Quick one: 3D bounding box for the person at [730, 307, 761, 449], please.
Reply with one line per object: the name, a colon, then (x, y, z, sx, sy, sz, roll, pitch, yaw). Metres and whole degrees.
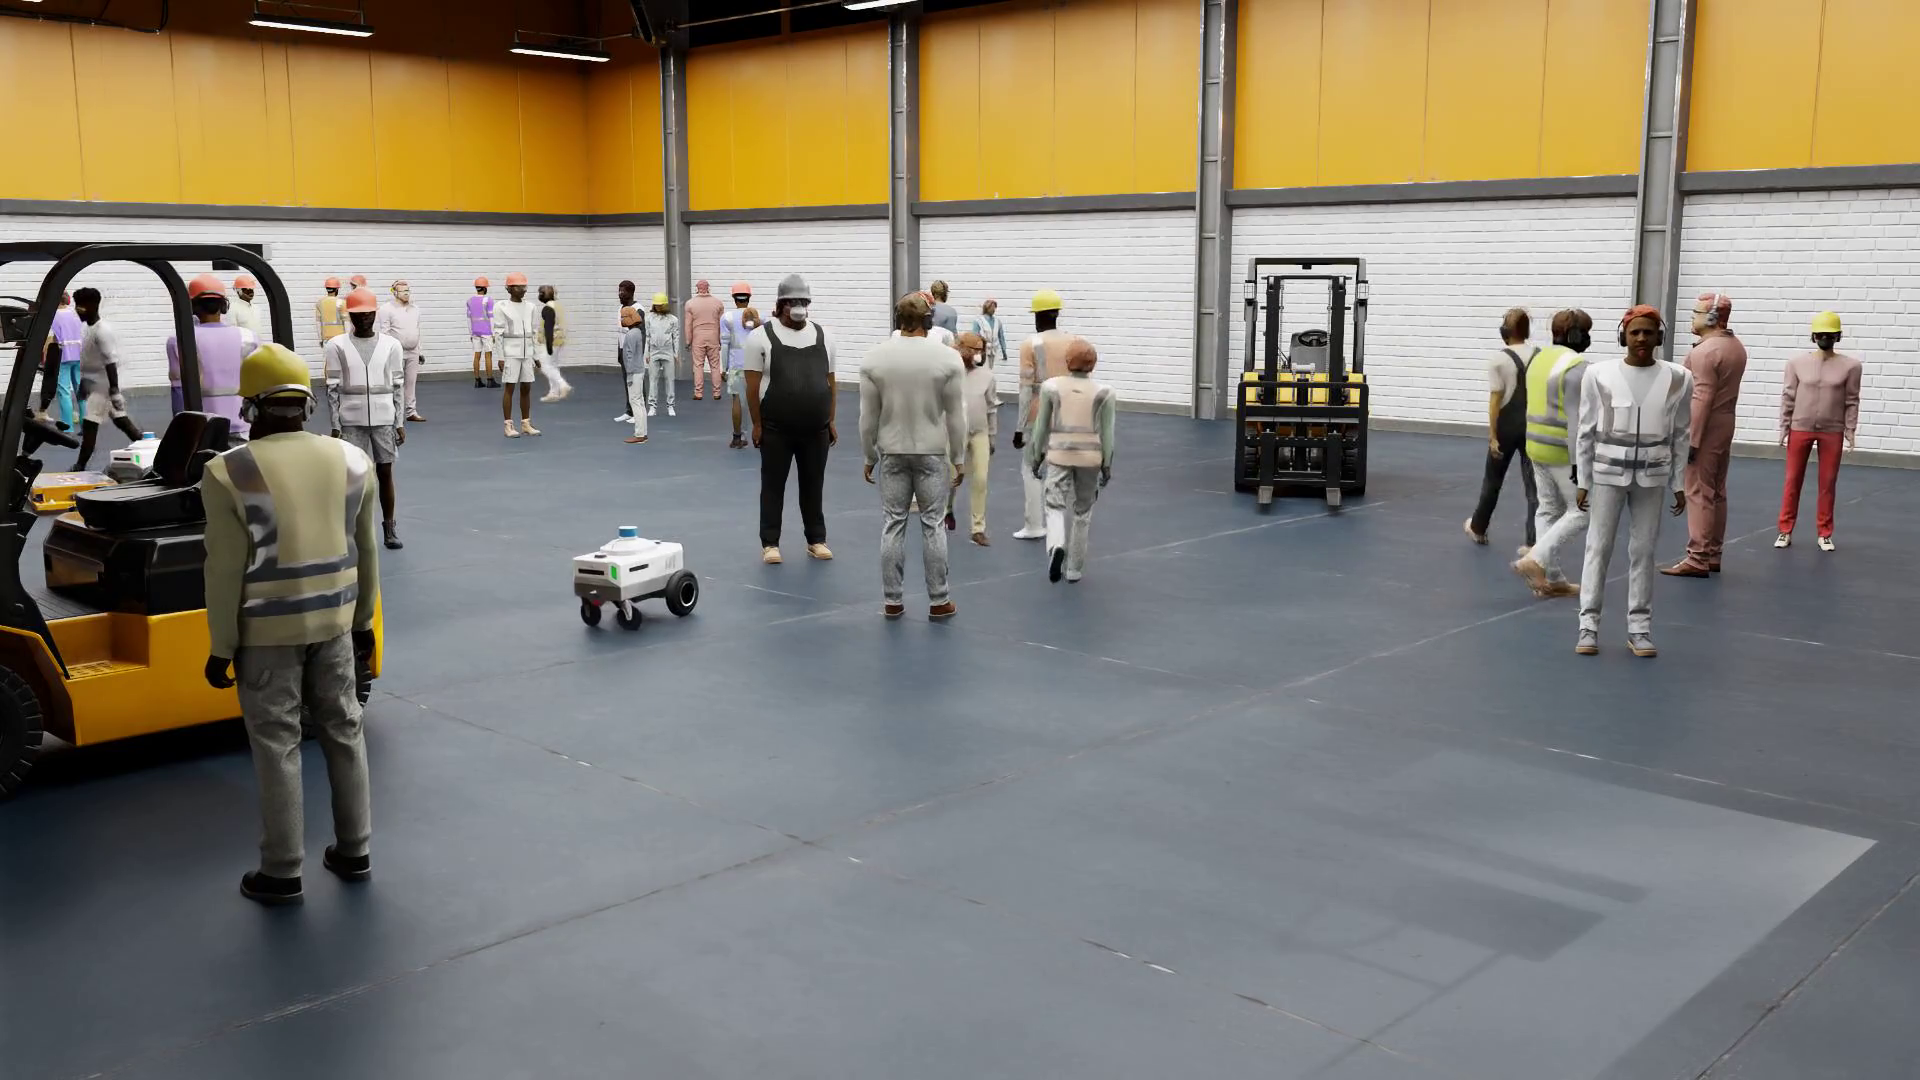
person: (-2.396, -1.859, 19.155, 0.507, 1.631, 0.263, 0, 9, -2)

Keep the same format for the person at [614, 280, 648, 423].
person: (-4.443, -2.545, 22.490, 0.379, 1.918, 0.597, -8, 12, -39)

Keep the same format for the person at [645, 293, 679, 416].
person: (-4.203, -2.608, 23.431, 0.483, 1.737, 0.312, -1, 9, -7)

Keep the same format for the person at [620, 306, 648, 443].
person: (-3.895, -1.967, 19.840, 0.278, 1.626, 0.501, 0, 9, -2)

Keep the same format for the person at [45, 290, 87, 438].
person: (-10.951, -2.169, 20.403, 0.390, 1.846, 0.564, 5, 10, 27)

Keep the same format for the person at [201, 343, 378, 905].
person: (-2.202, 0.274, 5.471, 0.404, 1.830, 0.603, 7, 12, 37)

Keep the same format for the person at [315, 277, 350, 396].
person: (-10.210, -3.318, 27.168, 0.551, 1.936, 0.357, 1, 9, 4)

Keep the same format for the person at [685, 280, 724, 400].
person: (-4.038, -3.158, 26.305, 0.638, 1.903, 0.408, -3, 10, -20)

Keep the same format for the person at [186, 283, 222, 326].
person: (-9.425, -2.241, 20.630, 0.592, 1.915, 0.652, 1, 9, 6)

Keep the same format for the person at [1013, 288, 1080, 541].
person: (0.661, -0.948, 12.682, 0.631, 1.924, 0.380, -6, 11, -33)

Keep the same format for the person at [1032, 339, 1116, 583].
person: (0.735, -0.487, 10.773, 0.550, 1.615, 0.636, 1, 9, 4)

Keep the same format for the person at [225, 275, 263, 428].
person: (-9.116, -2.388, 21.296, 0.376, 1.995, 0.609, 2, 9, 12)

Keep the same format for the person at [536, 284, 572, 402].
person: (-6.351, -3.048, 25.853, 0.465, 1.834, 0.638, 0, 9, -2)

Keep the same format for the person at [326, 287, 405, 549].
person: (-4.359, -0.884, 12.245, 0.545, 1.939, 0.354, -4, 10, -24)

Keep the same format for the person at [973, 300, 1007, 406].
person: (0.420, -2.813, 25.101, 0.535, 1.596, 0.849, -7, 12, -37)

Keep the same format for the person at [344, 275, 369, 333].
person: (-10.365, -3.607, 28.869, 0.632, 1.946, 0.961, 5, 10, 27)

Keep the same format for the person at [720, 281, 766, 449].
person: (-2.497, -2.014, 19.210, 0.543, 1.928, 0.370, -2, 10, -15)

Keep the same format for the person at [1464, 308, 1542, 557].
person: (4.040, -0.788, 12.139, 0.518, 1.787, 0.997, -1, 9, -6)

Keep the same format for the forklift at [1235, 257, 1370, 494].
forklift: (3.309, -1.629, 16.029, 1.214, 2.155, 2.313, 2, 9, 11)

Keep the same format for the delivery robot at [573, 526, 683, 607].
delivery robot: (-1.948, 0.161, 9.784, 0.477, 0.478, 0.707, 4, 10, 26)

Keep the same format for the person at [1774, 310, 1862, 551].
person: (6.310, -0.792, 12.246, 0.529, 1.767, 0.365, 4, 10, 25)

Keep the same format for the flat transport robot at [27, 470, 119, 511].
flat transport robot: (-7.867, -0.445, 14.655, 0.652, 0.197, 1.431, -6, 11, -35)

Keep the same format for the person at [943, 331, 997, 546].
person: (0.028, -0.781, 12.591, 0.510, 1.610, 0.615, -3, 10, -19)

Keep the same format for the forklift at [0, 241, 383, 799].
forklift: (-3.706, -0.171, 7.093, 1.214, 2.155, 2.313, 9, 13, 43)

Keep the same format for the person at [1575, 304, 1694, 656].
person: (3.592, -0.311, 8.905, 0.575, 1.882, 0.361, 2, 10, 13)

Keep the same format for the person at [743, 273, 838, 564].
person: (-1.153, -0.855, 11.757, 0.683, 2.000, 0.538, -4, 10, -25)

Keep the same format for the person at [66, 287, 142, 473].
person: (-8.283, -1.488, 16.096, 1.015, 1.907, 0.700, -6, 11, -30)

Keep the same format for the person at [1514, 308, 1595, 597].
person: (3.746, -0.525, 10.371, 0.446, 1.830, 0.651, -1, 9, -6)

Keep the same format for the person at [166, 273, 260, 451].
person: (-5.005, -0.765, 11.203, 0.615, 2.039, 0.392, -9, 13, -43)

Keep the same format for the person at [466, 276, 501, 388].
person: (-8.303, -3.611, 28.964, 0.542, 1.939, 0.368, 3, 10, 20)

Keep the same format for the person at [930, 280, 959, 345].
person: (-0.270, -2.180, 20.192, 0.629, 1.940, 0.377, 8, 12, 40)

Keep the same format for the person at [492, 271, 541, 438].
person: (-5.437, -2.284, 20.497, 0.365, 2.048, 0.608, 8, 12, 40)

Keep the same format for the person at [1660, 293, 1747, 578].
person: (5.012, -0.704, 11.224, 0.409, 1.913, 0.649, 8, 12, 41)

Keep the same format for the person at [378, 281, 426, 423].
person: (-7.495, -2.530, 22.430, 0.403, 1.911, 0.637, 6, 11, 33)

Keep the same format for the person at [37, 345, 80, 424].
person: (-12.069, -2.365, 22.214, 0.854, 1.652, 0.540, 1, 9, 9)

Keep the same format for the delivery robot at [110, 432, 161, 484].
delivery robot: (-7.515, -0.758, 15.416, 0.477, 0.478, 0.707, 2, 9, 13)

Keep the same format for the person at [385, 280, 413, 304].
person: (-9.817, -3.610, 29.170, 0.528, 1.871, 0.323, -7, 12, -38)

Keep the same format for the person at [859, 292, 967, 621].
person: (-0.273, -0.483, 9.793, 0.634, 1.936, 0.351, 1, 9, 8)

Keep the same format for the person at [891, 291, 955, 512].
person: (-0.335, -1.166, 14.178, 0.631, 1.881, 0.412, -4, 10, -21)
